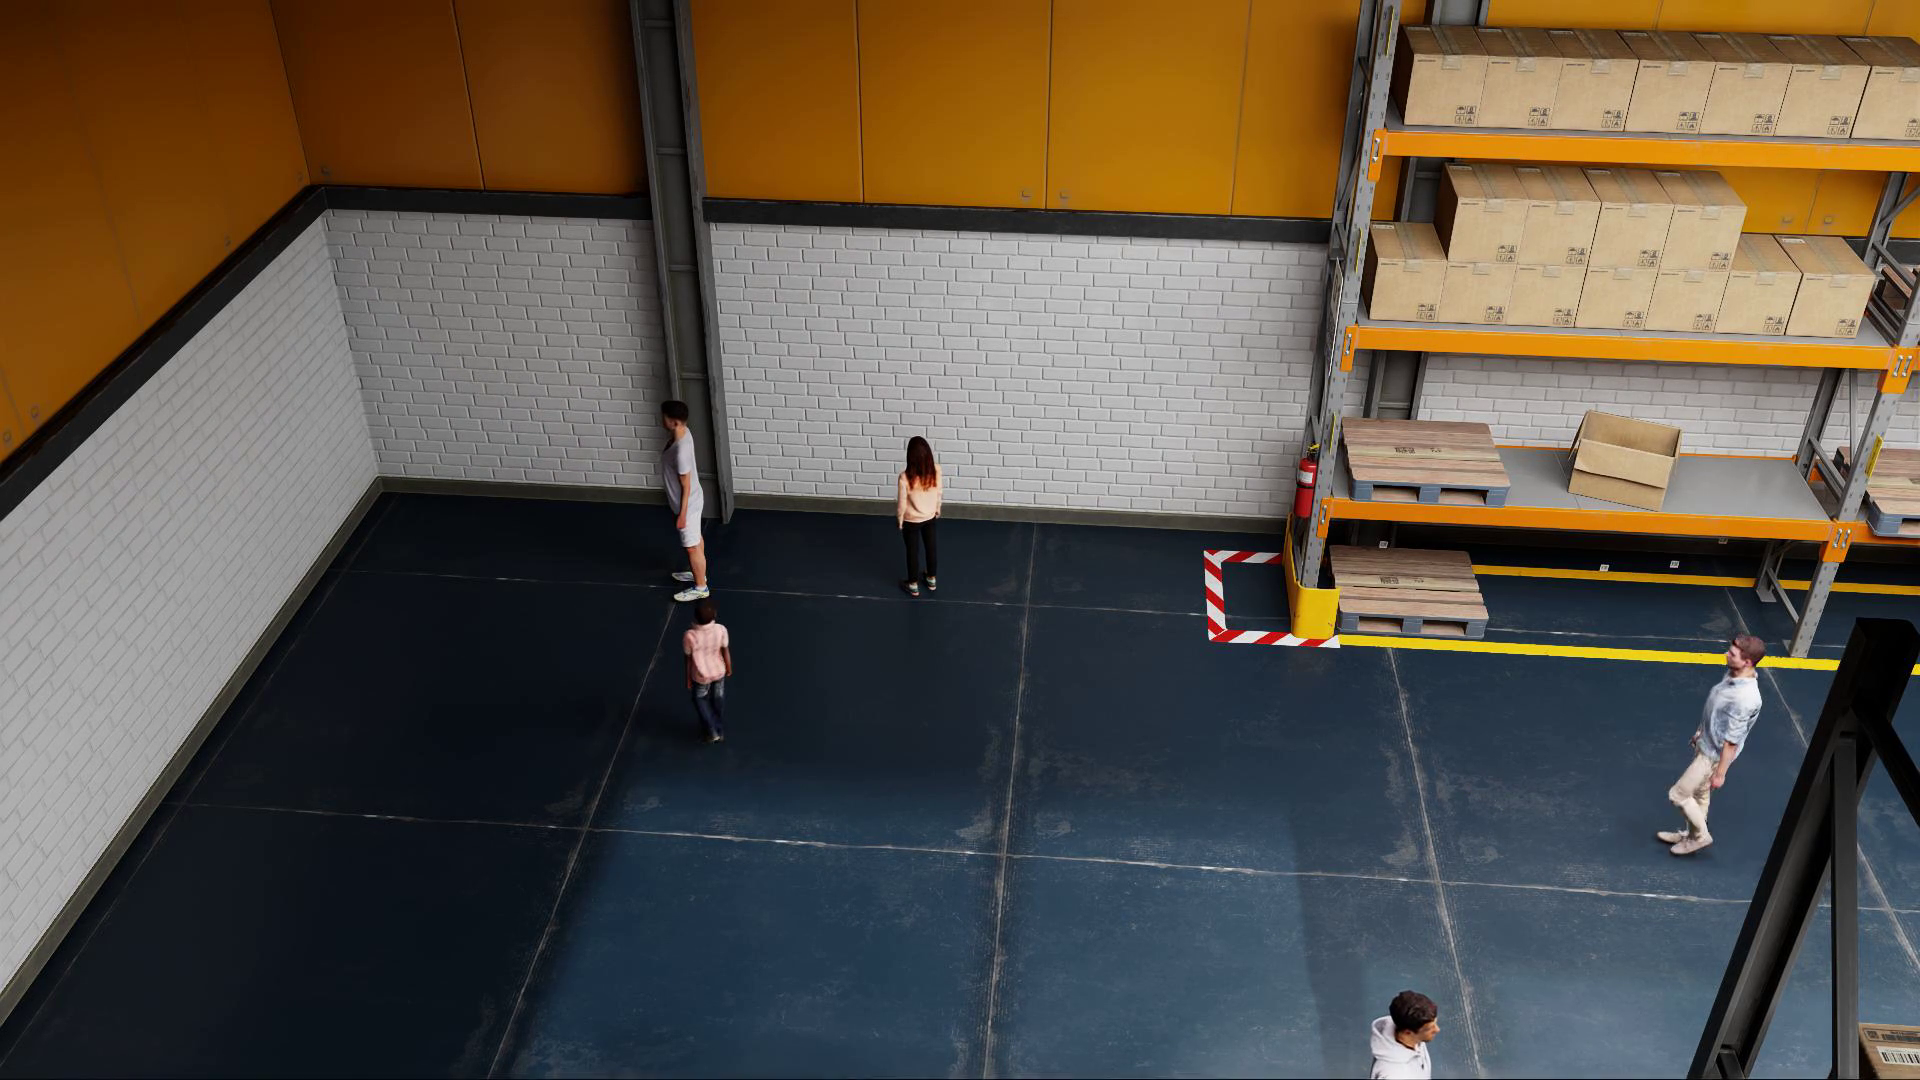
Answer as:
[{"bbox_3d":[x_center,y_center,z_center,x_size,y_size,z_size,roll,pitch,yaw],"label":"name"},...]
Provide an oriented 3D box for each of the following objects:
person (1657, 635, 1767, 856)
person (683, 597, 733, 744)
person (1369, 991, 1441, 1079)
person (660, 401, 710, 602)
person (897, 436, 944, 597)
[{"bbox_3d":[5.173,1.424,11.190,0.693,1.840,0.724,9,35,13],"label":"person"},{"bbox_3d":[-1.853,1.005,12.308,0.640,1.300,0.696,-13,36,-19],"label":"person"},{"bbox_3d":[2.217,3.044,8.671,0.636,1.931,0.704,7,34,10],"label":"person"},{"bbox_3d":[-2.280,-0.345,13.843,0.666,1.849,0.734,-5,34,-8],"label":"person"},{"bbox_3d":[-0.342,-0.208,13.967,0.614,1.484,0.703,-19,38,-26],"label":"person"}]
